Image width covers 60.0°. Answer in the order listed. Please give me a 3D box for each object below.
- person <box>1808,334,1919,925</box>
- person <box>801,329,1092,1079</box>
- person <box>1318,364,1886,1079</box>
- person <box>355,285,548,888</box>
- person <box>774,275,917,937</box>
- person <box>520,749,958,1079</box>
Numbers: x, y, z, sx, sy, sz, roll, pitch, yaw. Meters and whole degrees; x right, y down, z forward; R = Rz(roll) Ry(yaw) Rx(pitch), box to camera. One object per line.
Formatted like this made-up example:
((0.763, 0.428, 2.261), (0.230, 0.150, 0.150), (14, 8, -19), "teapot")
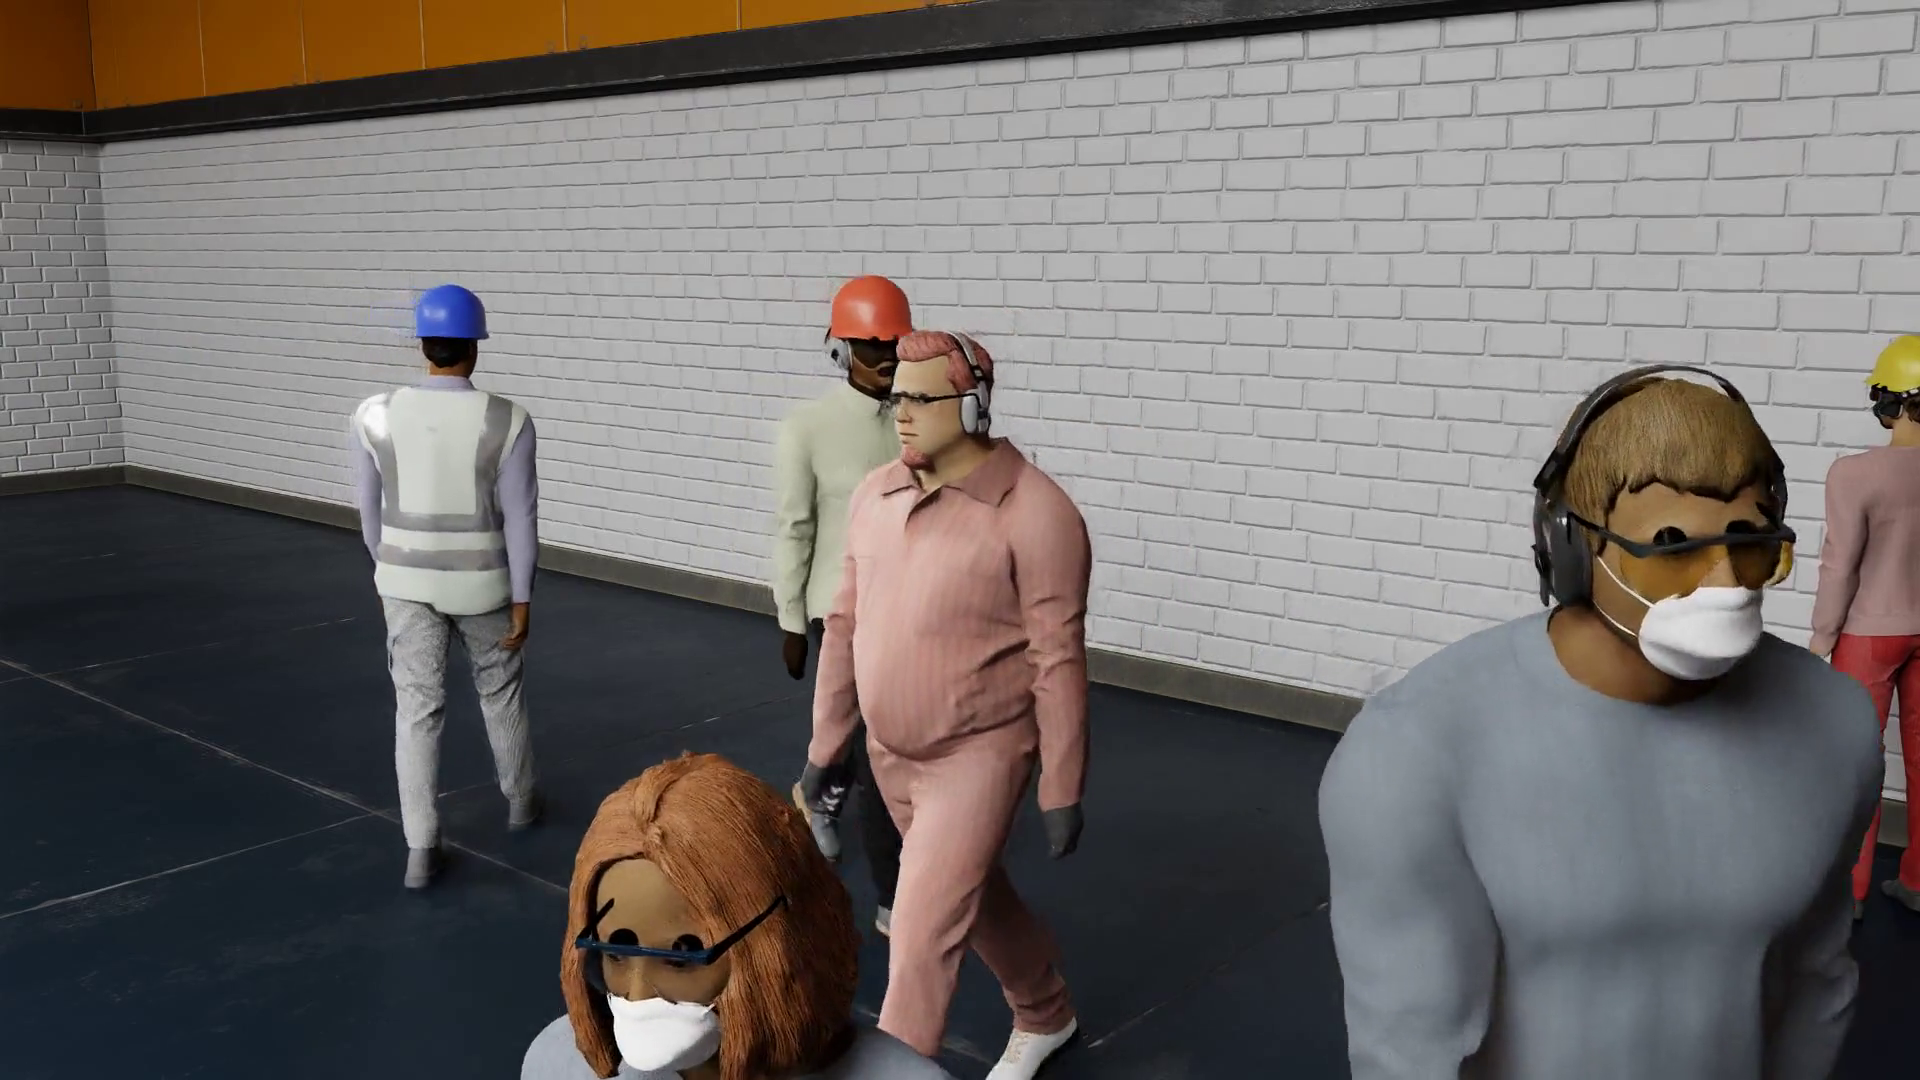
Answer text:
((2.785, 0.277, 4.978), (0.523, 1.772, 0.302), (-1, 10, -8), "person")
((-0.027, 0.463, 3.686), (1.011, 1.861, 0.657), (-9, 13, -42), "person")
((0.682, 0.779, 1.717), (0.638, 1.903, 0.811), (-1, 10, -5), "person")
((-1.666, 0.123, 5.485), (0.609, 1.923, 0.778), (-1, 10, -3), "person")
((-0.304, 0.173, 5.054), (0.598, 1.956, 0.971), (-7, 12, -36), "person")
((-0.126, 0.941, 1.637), (0.508, 1.613, 0.546), (5, 11, 26), "person")
